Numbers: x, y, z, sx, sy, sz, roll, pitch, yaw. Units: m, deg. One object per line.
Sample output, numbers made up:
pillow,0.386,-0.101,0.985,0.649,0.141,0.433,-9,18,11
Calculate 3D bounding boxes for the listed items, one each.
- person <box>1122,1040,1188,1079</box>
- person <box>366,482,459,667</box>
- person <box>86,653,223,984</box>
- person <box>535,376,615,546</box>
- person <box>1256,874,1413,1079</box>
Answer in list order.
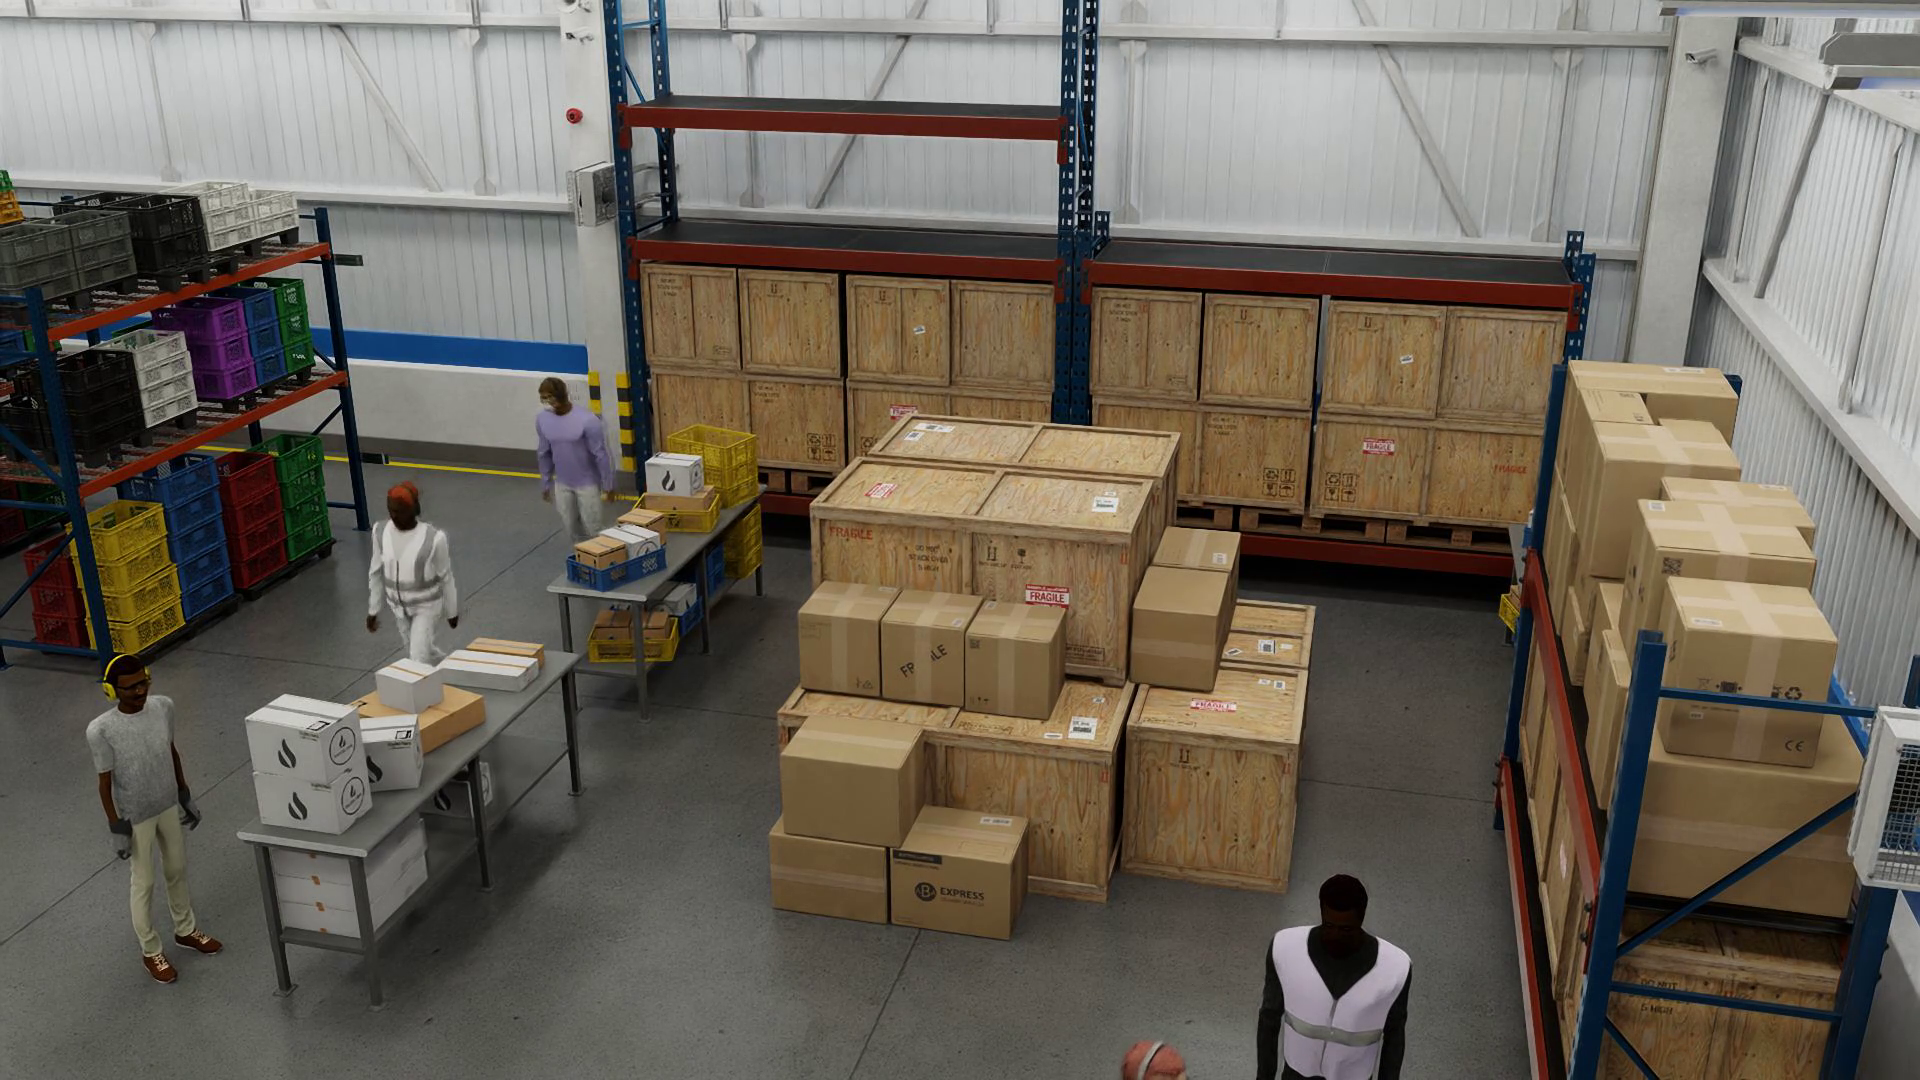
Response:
person,0.647,2.591,5.974,0.397,1.900,0.654,14,25,33
person,-3.774,0.439,11.669,0.572,1.855,0.921,7,22,19
person,-4.343,1.467,8.945,0.328,1.872,0.510,10,23,25
person,-3.216,-0.477,13.994,0.663,1.899,0.509,9,23,21
person,1.534,2.210,6.939,0.597,1.914,0.371,5,22,13
